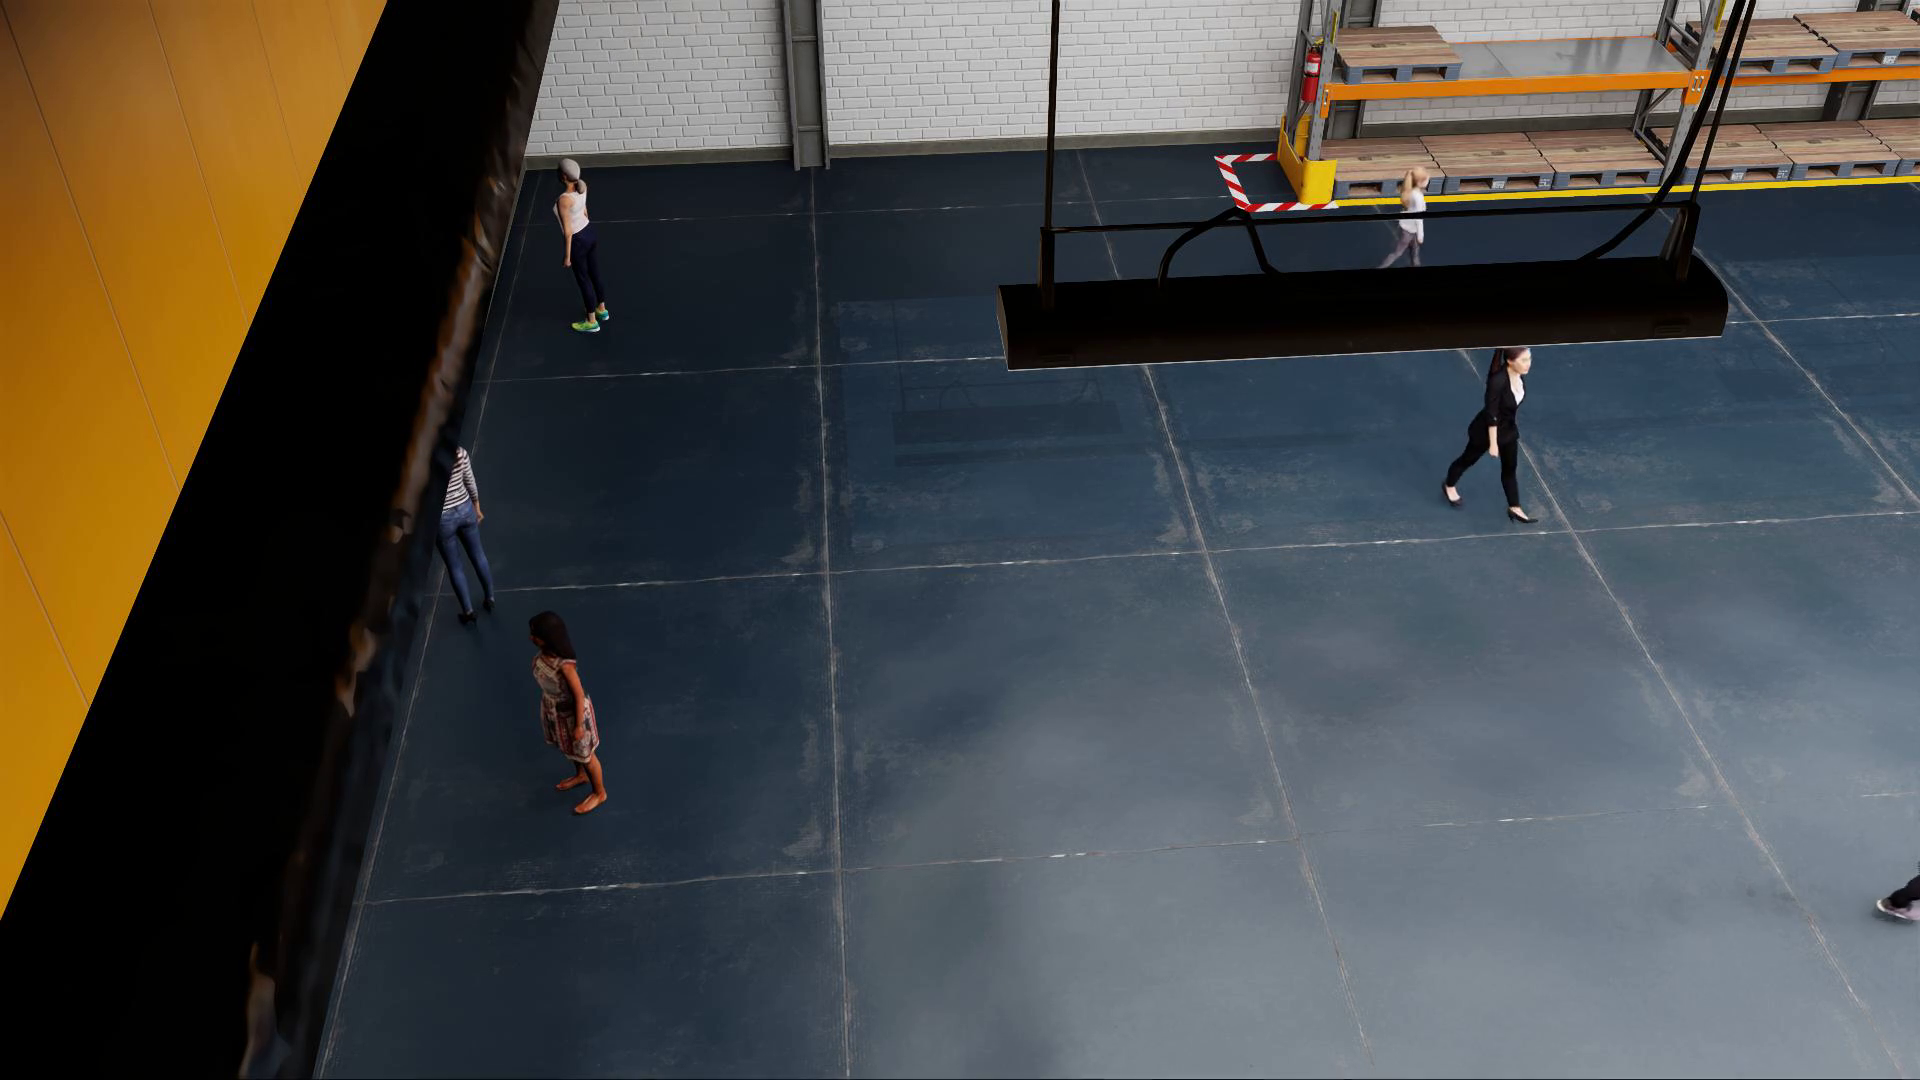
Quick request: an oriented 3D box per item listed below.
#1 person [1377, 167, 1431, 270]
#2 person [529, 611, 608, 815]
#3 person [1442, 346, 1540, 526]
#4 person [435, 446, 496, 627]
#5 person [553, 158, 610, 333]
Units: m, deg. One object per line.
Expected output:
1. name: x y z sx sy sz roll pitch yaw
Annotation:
1. person: 4.277 -3.003 16.077 0.926 1.252 0.573 1 39 1
2. person: -2.511 1.078 10.655 0.715 1.644 0.720 -24 45 -27
3. person: 4.130 -0.882 13.130 1.086 1.616 1.079 -30 48 -32
4. person: -3.669 -0.129 12.046 0.647 1.794 0.736 -30 47 -32
5. person: -3.504 -2.740 15.388 0.651 1.702 0.664 11 40 13
